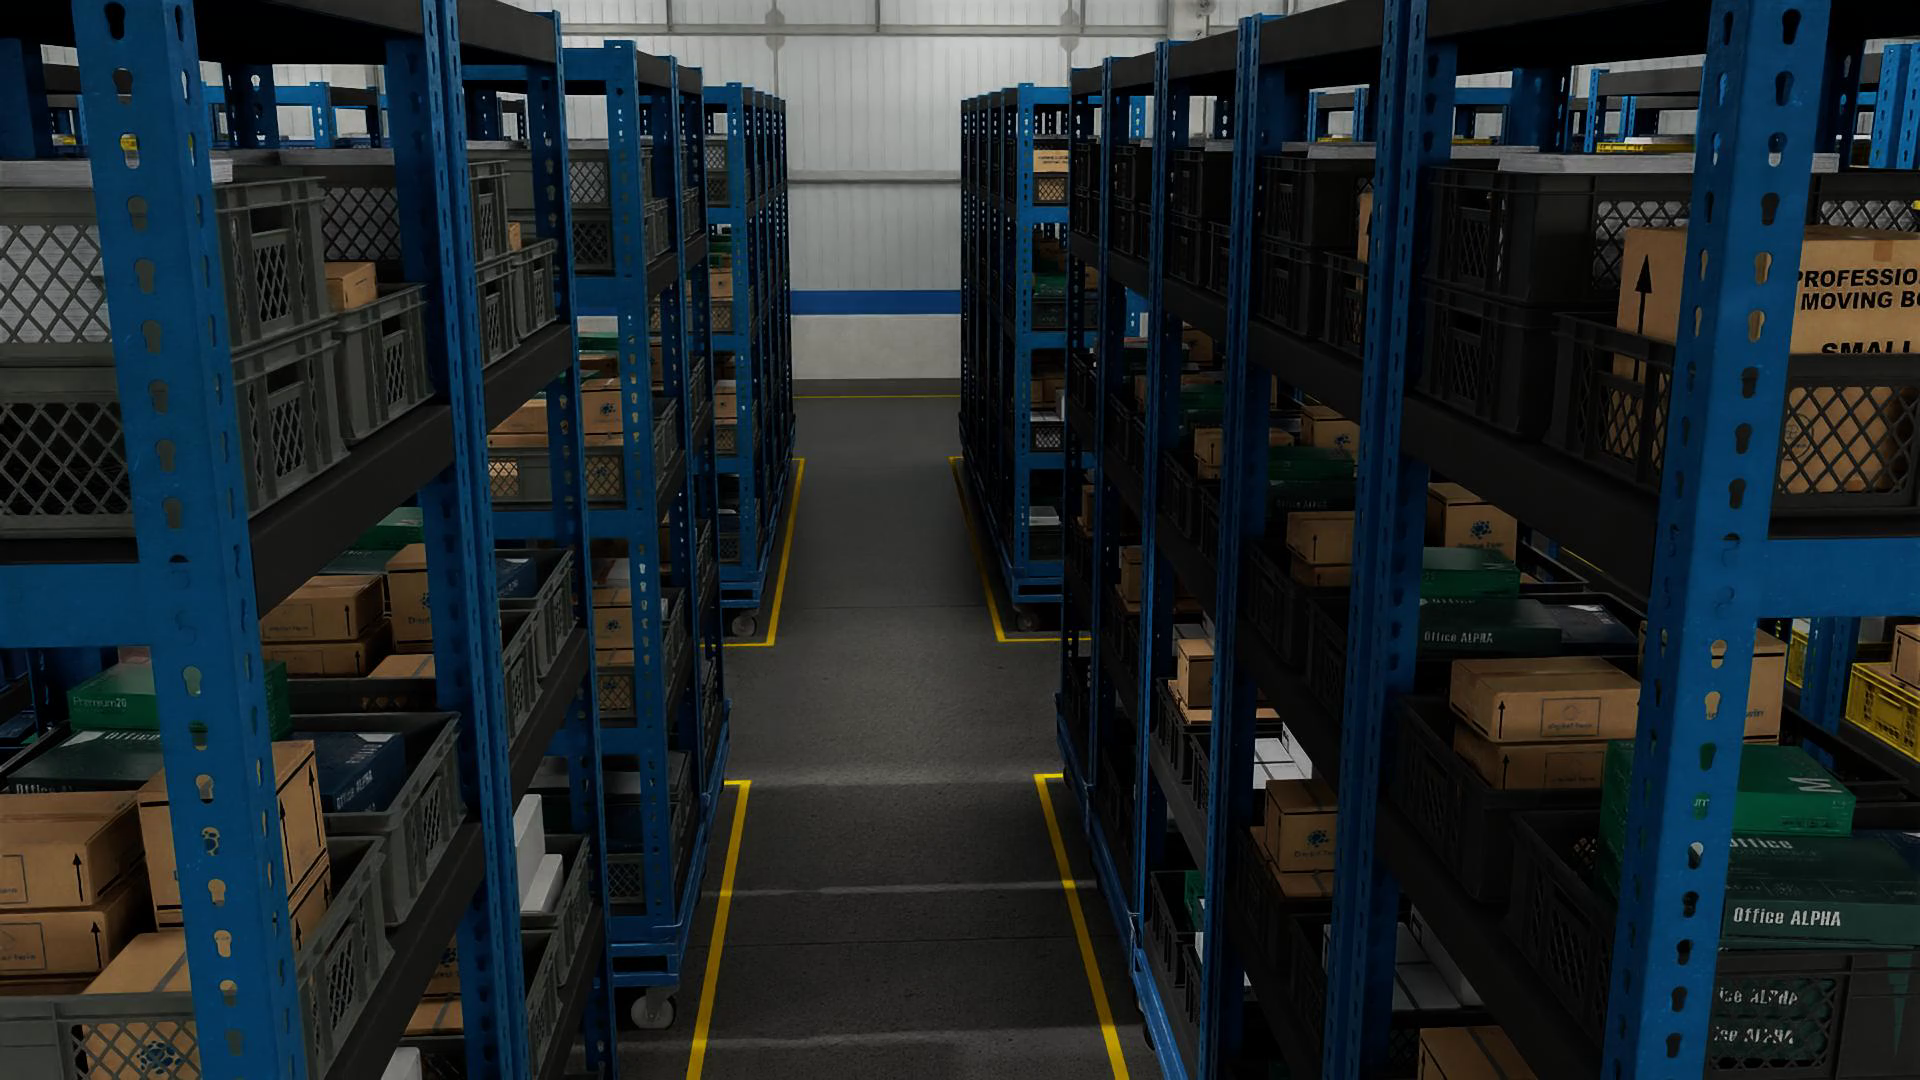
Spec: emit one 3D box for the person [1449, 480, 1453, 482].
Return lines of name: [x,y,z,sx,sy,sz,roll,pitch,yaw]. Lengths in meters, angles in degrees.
person: [4.061,-0.944,13.454,0.375,1.997,0.611,-6,15,-25]
